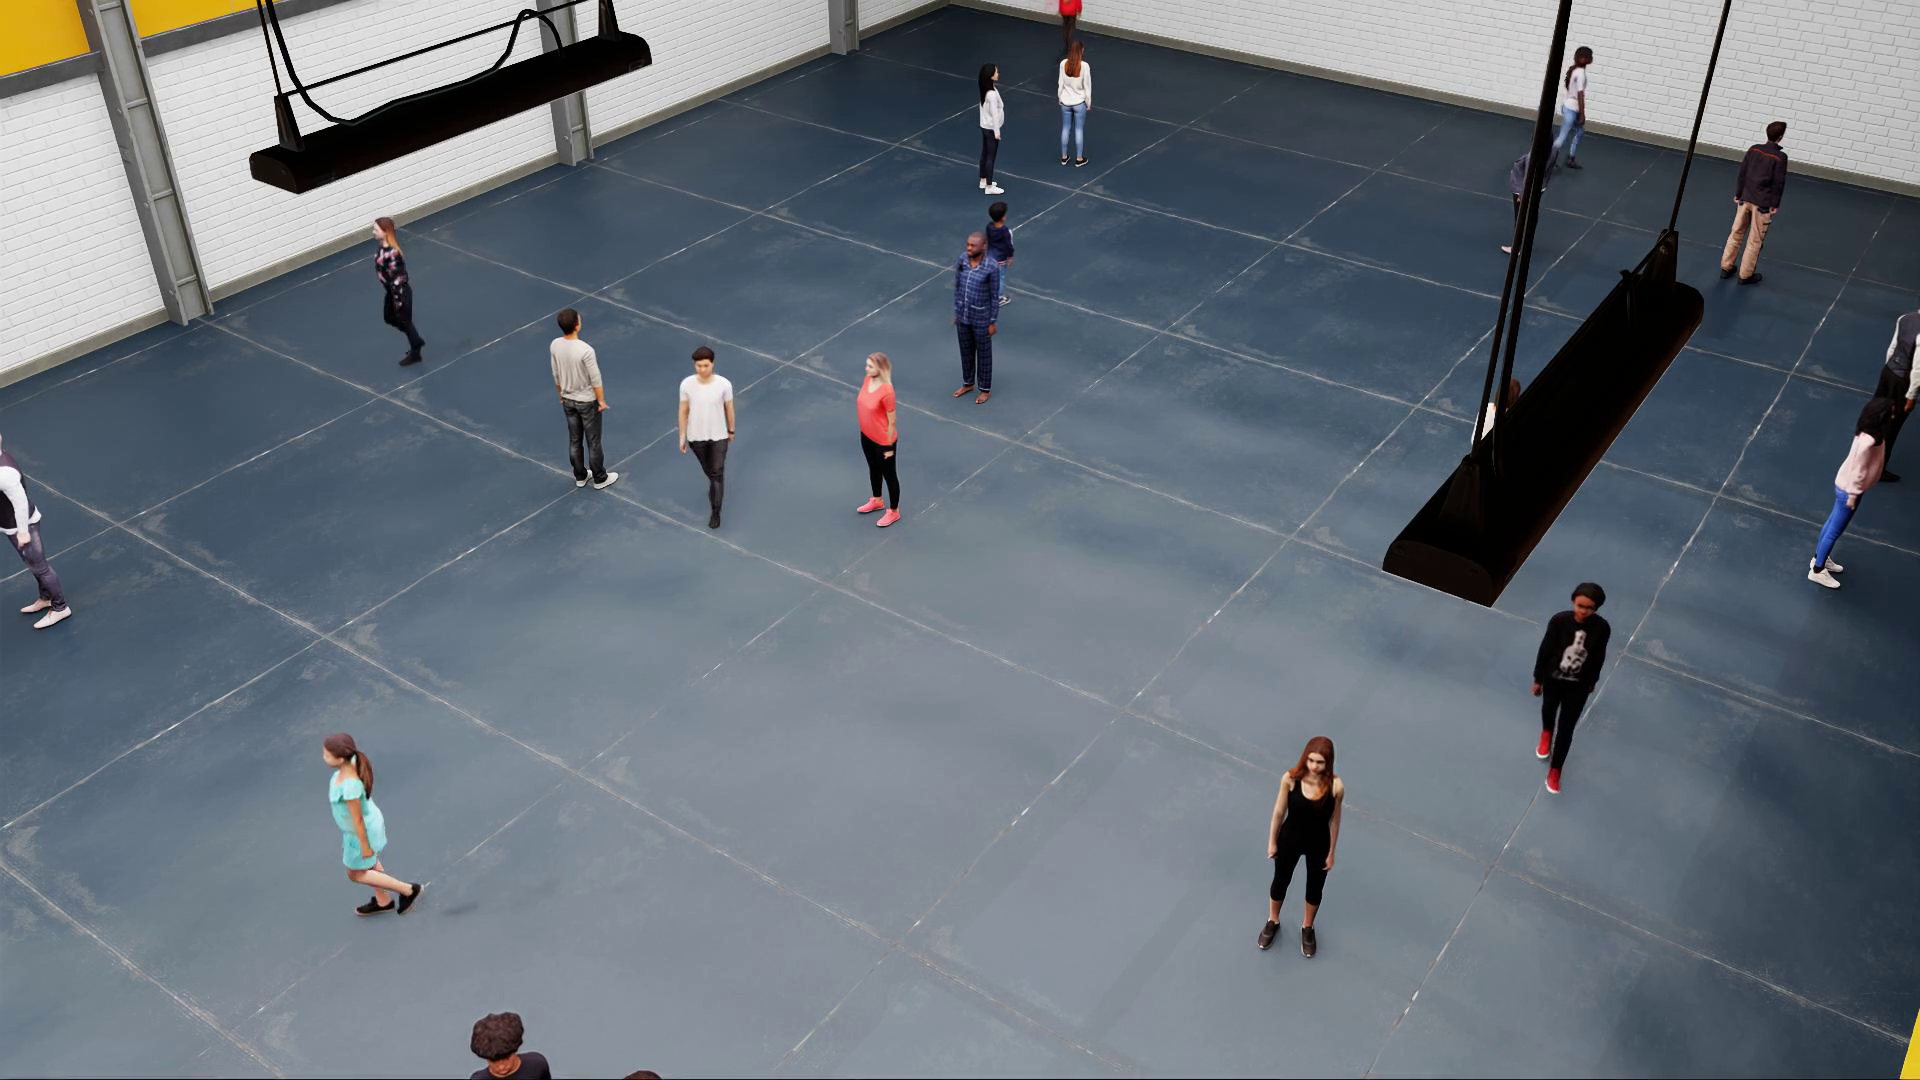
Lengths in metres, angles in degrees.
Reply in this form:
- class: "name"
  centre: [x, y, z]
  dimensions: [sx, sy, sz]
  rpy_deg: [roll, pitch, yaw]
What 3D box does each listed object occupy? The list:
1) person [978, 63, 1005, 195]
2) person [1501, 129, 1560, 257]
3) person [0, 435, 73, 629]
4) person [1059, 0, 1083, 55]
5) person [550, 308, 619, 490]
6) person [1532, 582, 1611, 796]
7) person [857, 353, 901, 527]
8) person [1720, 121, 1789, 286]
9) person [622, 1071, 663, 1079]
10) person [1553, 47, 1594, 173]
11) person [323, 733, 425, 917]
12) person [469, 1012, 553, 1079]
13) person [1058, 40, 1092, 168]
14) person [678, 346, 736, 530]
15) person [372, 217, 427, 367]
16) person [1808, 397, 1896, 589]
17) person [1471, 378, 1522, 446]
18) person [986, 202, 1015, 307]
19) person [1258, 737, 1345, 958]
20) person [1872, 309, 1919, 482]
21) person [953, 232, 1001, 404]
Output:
- class: "person"
  centre: [0.385, -5.368, 21.652]
  dimensions: [0.745, 1.701, 0.710]
  rpy_deg: [-10, 35, -15]
- class: "person"
  centre: [6.870, -4.221, 20.021]
  dimensions: [0.688, 1.597, 0.805]
  rpy_deg: [-24, 40, -31]
- class: "person"
  centre: [-7.728, -0.127, 13.657]
  dimensions: [0.674, 1.824, 0.739]
  rpy_deg: [-27, 42, -34]
- class: "person"
  centre: [1.745, -8.431, 26.668]
  dimensions: [0.609, 1.250, 0.909]
  rpy_deg: [12, 36, 18]
- class: "person"
  centre: [-3.532, -1.305, 15.440]
  dimensions: [0.696, 1.811, 0.626]
  rpy_deg: [13, 36, 19]
- class: "person"
  centre: [4.445, 0.962, 12.181]
  dimensions: [0.744, 1.644, 1.063]
  rpy_deg: [13, 36, 19]
- class: "person"
  centre: [-0.719, -0.924, 14.974]
  dimensions: [0.636, 1.693, 0.653]
  rpy_deg: [-22, 40, -30]
- class: "person"
  centre: [9.231, -3.919, 19.269]
  dimensions: [0.724, 1.925, 0.776]
  rpy_deg: [-22, 39, -29]
- class: "person"
  centre: [-1.493, 3.331, 8.428]
  dimensions: [0.760, 1.852, 0.713]
  rpy_deg: [-7, 34, -10]
- class: "person"
  centre: [8.078, -5.725, 22.188]
  dimensions: [0.797, 1.702, 0.786]
  rpy_deg: [8, 34, 12]
- class: "person"
  centre: [-3.843, 1.875, 10.891]
  dimensions: [0.826, 1.551, 0.764]
  rpy_deg: [-6, 34, -9]
- class: "person"
  centre: [-2.313, 3.143, 8.761]
  dimensions: [0.659, 1.797, 0.768]
  rpy_deg: [-15, 36, -21]
- class: "person"
  centre: [1.544, -5.912, 22.480]
  dimensions: [0.655, 1.691, 0.596]
  rpy_deg: [15, 36, 21]
- class: "person"
  centre: [-2.287, -1.011, 15.116]
  dimensions: [0.988, 1.680, 1.181]
  rpy_deg: [2, 34, 3]
- class: "person"
  centre: [-5.867, -2.644, 17.578]
  dimensions: [0.708, 1.675, 0.684]
  rpy_deg: [-20, 38, -27]
- class: "person"
  centre: [7.592, -0.443, 14.181]
  dimensions: [0.708, 1.769, 0.494]
  rpy_deg: [18, 38, 25]
- class: "person"
  centre: [4.682, -0.670, 14.602]
  dimensions: [0.619, 1.682, 0.522]
  rpy_deg: [22, 39, 29]
- class: "person"
  centre: [0.427, -3.264, 18.919]
  dimensions: [0.515, 1.222, 0.485]
  rpy_deg: [24, 40, 31]
- class: "person"
  centre: [2.208, 1.936, 10.641]
  dimensions: [0.637, 1.726, 0.613]
  rpy_deg: [9, 35, 13]
- class: "person"
  centre: [8.825, -1.481, 15.609]
  dimensions: [0.839, 1.918, 0.737]
  rpy_deg: [0, 34, 0]
- class: "person"
  centre: [0.162, -2.282, 16.898]
  dimensions: [0.663, 1.824, 0.596]
  rpy_deg: [20, 38, 27]
